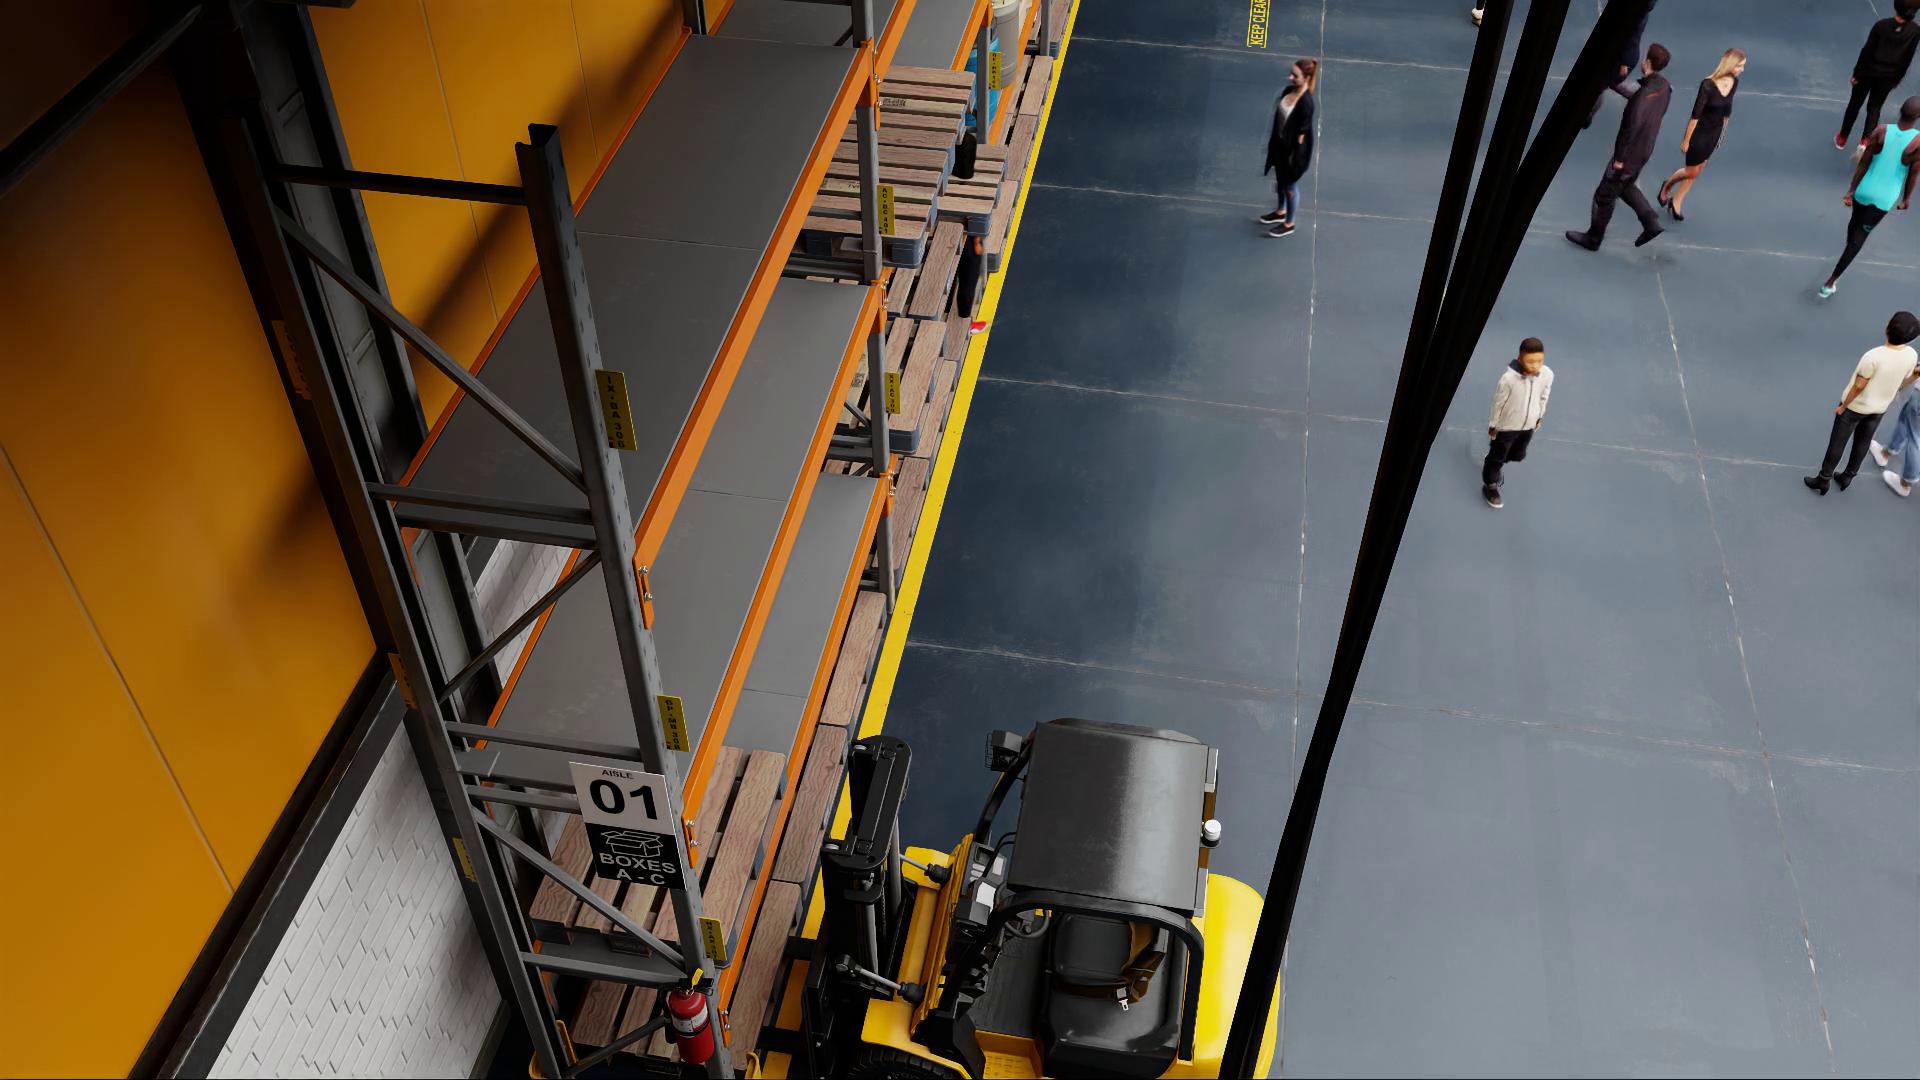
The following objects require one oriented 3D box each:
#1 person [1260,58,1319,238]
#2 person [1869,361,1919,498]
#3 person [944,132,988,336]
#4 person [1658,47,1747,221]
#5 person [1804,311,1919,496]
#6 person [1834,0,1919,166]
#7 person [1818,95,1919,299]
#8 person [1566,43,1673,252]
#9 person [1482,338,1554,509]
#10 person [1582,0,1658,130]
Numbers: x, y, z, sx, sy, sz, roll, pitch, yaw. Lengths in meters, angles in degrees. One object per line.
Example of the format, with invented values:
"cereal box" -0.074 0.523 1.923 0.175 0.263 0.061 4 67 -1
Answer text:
"person" 2.930 -3.461 14.623 0.769 1.684 0.639 -10 45 -11
"person" 7.090 -0.997 12.019 0.819 1.709 0.935 -10 45 -11
"person" -0.008 -2.485 13.505 0.827 1.815 0.769 -26 49 -25
"person" 6.560 -3.635 14.823 0.716 1.661 0.773 -15 46 -16
"person" 6.583 -0.987 12.097 0.648 1.587 0.585 -6 44 -6
"person" 8.573 -4.296 15.523 0.693 1.652 1.012 13 45 13
"person" 7.609 -2.820 13.897 1.039 1.757 1.275 31 51 28
"person" 5.855 -3.309 14.314 1.046 1.890 1.065 28 50 26
"person" 4.004 -0.908 12.120 0.721 1.441 0.778 -11 45 -12
"person" 6.371 -4.634 15.884 0.767 1.643 0.966 5 44 5
